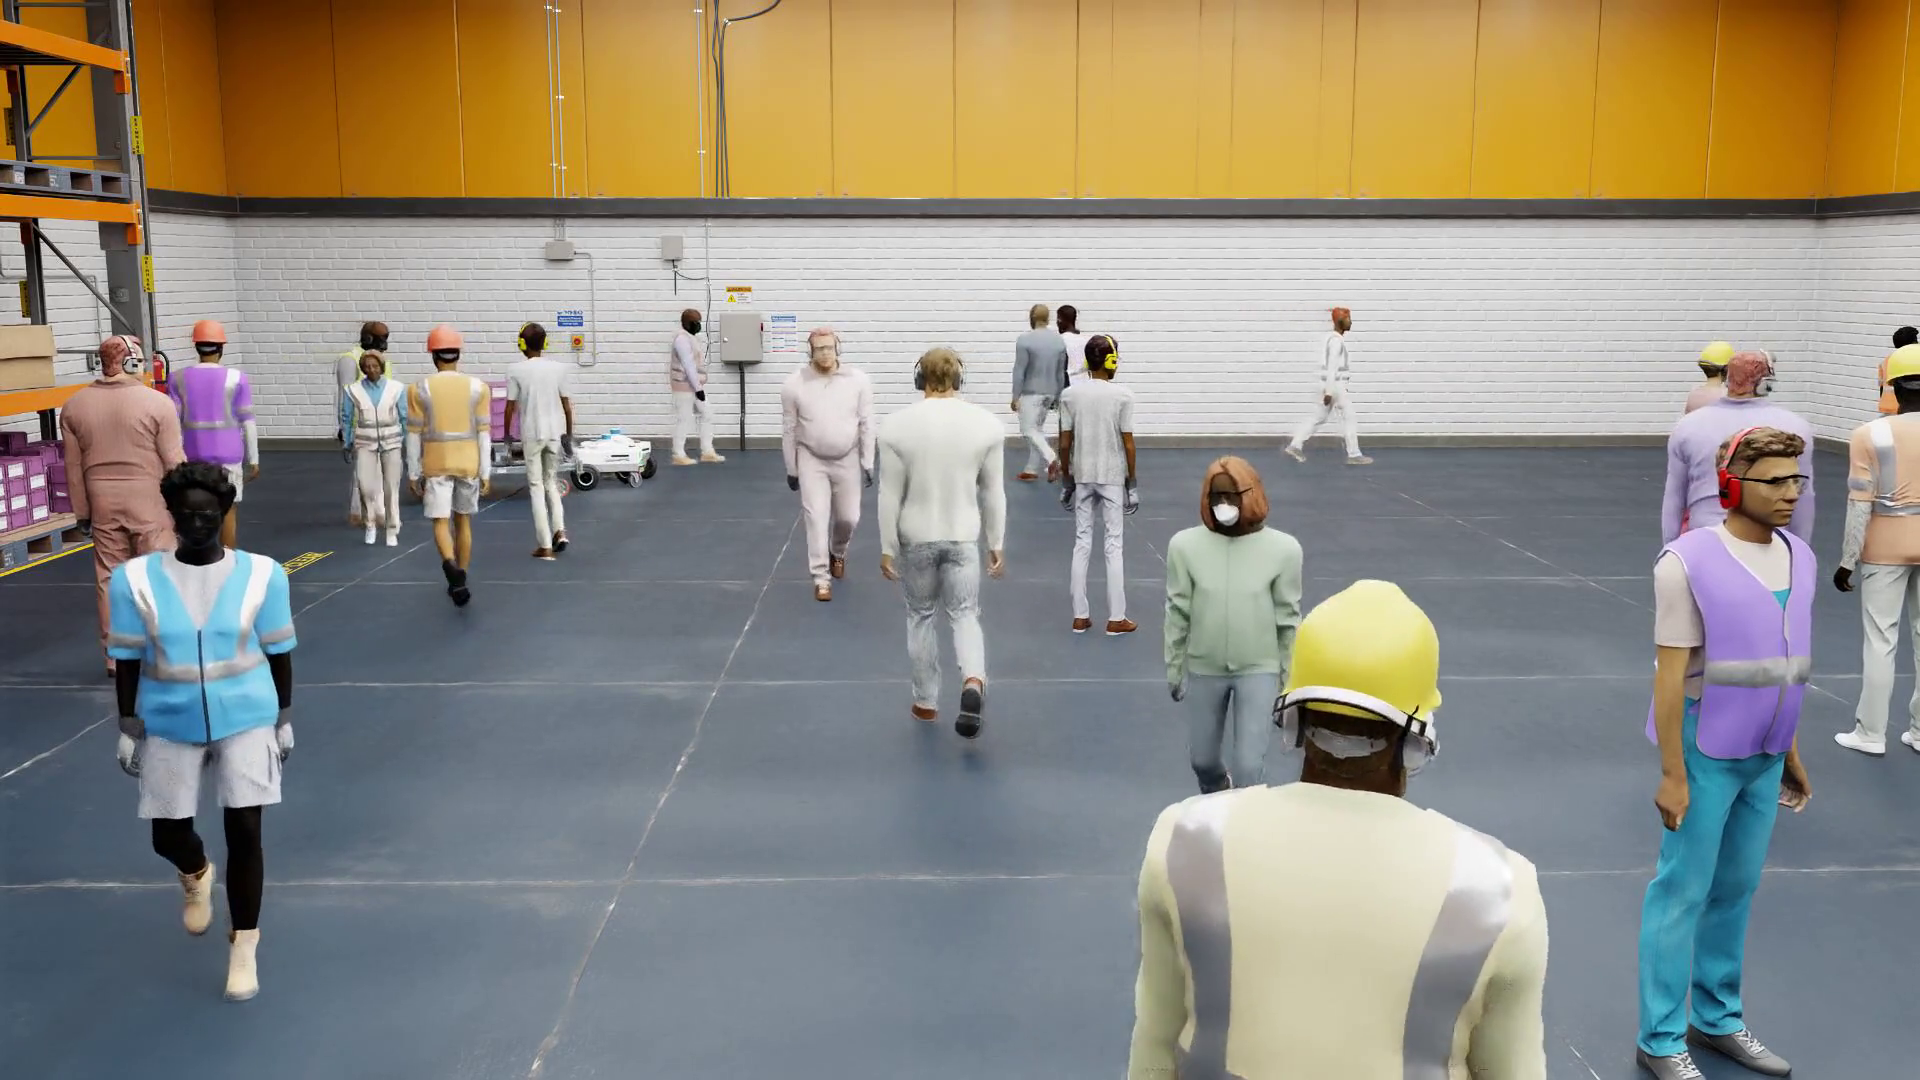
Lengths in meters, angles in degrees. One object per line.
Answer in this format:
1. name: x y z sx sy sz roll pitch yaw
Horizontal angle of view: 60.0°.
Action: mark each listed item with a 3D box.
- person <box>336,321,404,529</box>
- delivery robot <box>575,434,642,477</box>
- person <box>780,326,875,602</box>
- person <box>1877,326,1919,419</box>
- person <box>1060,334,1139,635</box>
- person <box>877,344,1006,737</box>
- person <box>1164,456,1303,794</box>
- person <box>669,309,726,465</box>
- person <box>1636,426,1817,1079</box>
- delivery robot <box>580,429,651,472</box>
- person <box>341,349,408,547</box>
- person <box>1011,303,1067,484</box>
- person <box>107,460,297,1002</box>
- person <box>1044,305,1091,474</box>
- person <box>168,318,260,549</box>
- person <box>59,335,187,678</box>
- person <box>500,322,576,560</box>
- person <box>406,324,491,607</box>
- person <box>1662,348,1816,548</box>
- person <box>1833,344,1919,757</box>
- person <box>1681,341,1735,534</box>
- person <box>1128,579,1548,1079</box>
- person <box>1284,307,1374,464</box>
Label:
1. person: -5.076 -1.002 14.561 0.763 1.808 0.640 3 10 16
2. delivery robot: -3.653 -0.857 17.224 0.707 0.478 0.477 -2 10 -15
3. person: -0.923 -0.555 11.603 0.647 1.885 0.775 -2 9 -11
4. person: 9.397 -1.285 16.646 0.316 1.696 0.540 -1 9 -7
5. person: 0.868 -0.339 10.335 0.518 1.865 0.330 4 10 25
6. person: -0.078 0.016 8.033 0.628 1.912 0.777 -2 9 -10
7. person: 1.005 0.476 6.119 0.501 1.610 0.666 2 10 15
8. person: -3.017 -1.747 19.128 0.748 1.810 0.639 1 9 4
9. person: 2.121 0.602 4.614 0.563 1.848 0.389 -5 11 -28
10. delivery robot: -3.686 -0.948 17.784 0.707 0.478 0.477 2 9 15
11. person: -4.735 -0.741 13.536 0.551 1.622 0.357 -3 10 -19
12. person: 0.852 -1.524 17.451 0.649 1.911 0.793 -8 12 -39
13. person: -2.374 0.572 5.268 0.545 1.684 0.545 -4 10 -21
14. person: 1.263 -1.622 18.162 0.806 1.886 0.614 6 11 31
15. person: -5.275 -0.606 11.799 0.569 1.919 0.404 -2 9 -10
16. person: -4.591 -0.179 9.239 0.642 1.905 0.401 0 9 0
17. person: -3.303 -0.769 13.012 0.529 1.853 0.465 -7 12 -39
18. person: -3.402 -0.487 11.151 0.547 1.909 0.836 -4 10 -24
19. person: 3.774 0.012 8.107 0.685 1.890 0.452 5 11 29
20. person: 4.375 0.058 7.729 0.584 1.919 0.382 0 9 2
21. person: 5.213 -0.490 11.547 0.306 1.772 0.525 -2 9 -10
22. person: 0.545 0.967 2.464 0.611 1.817 0.466 3 10 19
23. person: 4.298 -1.792 19.344 0.983 1.843 0.573 1 9 5
